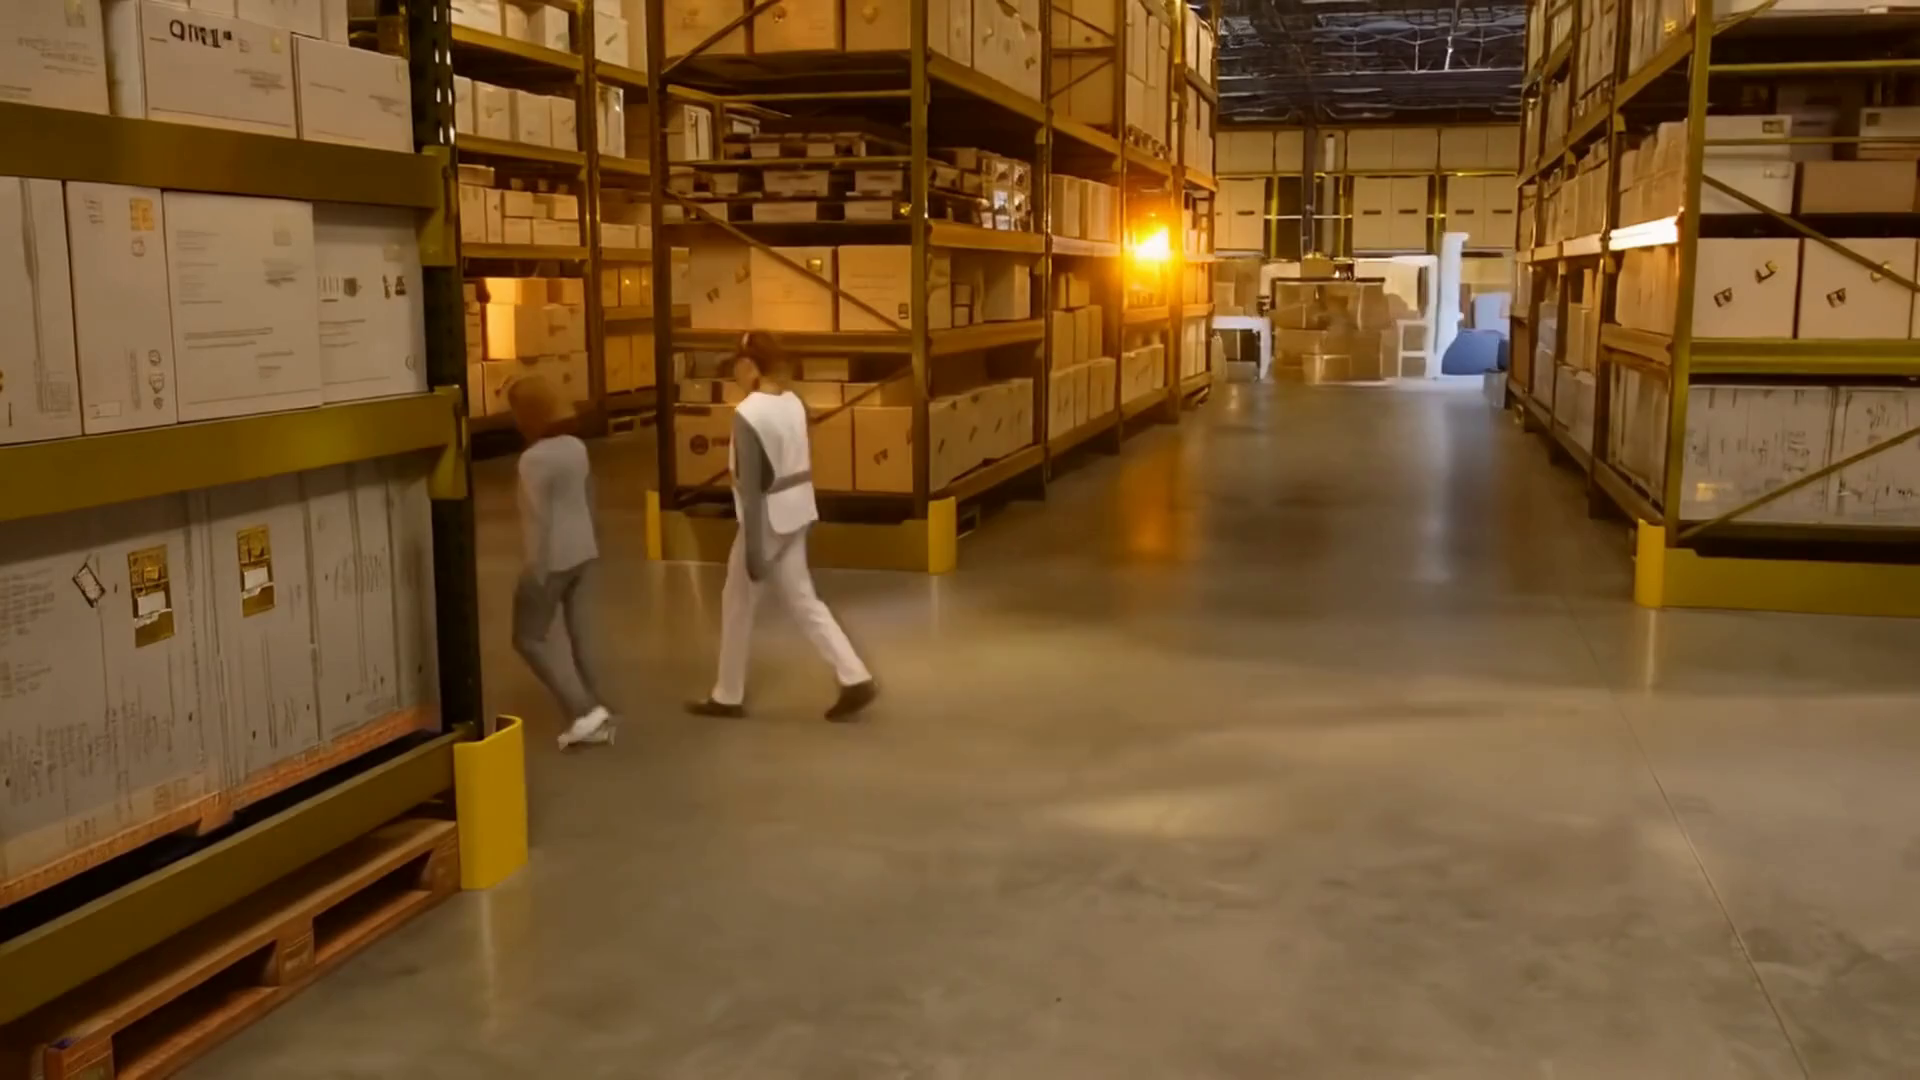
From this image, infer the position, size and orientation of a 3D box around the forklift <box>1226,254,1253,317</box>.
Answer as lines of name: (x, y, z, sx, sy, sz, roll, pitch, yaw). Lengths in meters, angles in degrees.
forklift: (9.270, -8.127, 55.406, 1.873, 2.768, 1.129, -7, 11, -38)

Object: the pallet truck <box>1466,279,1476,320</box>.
pallet truck: (18.896, -8.459, 60.307, 1.885, 1.965, 0.823, 5, 10, 31)

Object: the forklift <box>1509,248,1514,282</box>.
forklift: (15.279, -6.473, 44.896, 1.129, 2.768, 1.873, 6, 10, 31)

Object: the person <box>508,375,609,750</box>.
person: (-1.695, 0.112, 7.045, 0.360, 1.619, 0.533, 3, 10, 20)

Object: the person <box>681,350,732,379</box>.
person: (-2.393, -1.411, 16.178, 0.648, 1.790, 0.985, 1, 9, 8)

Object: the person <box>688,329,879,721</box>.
person: (-0.796, -0.052, 7.553, 0.901, 1.810, 0.607, 4, 10, 22)

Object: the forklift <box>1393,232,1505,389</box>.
forklift: (8.814, -4.109, 29.877, 1.873, 2.768, 1.129, 2, 9, 15)
